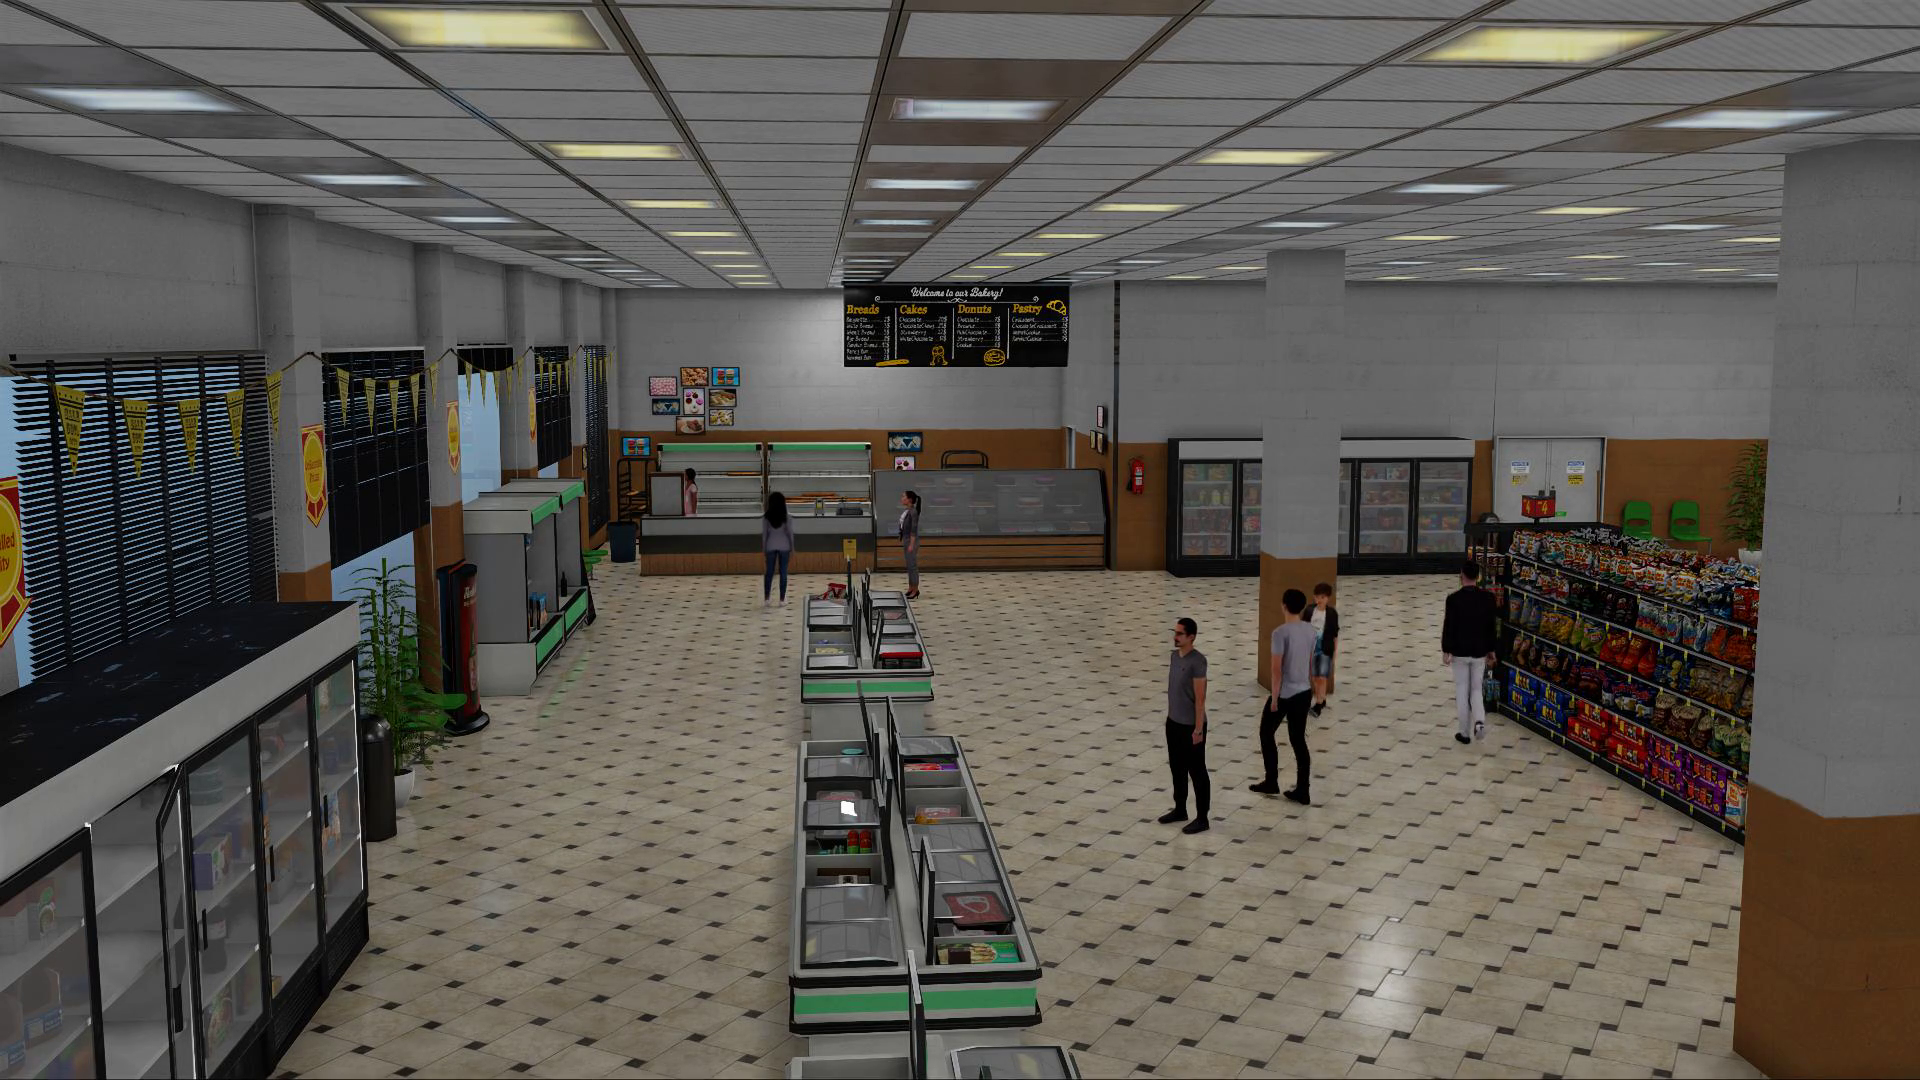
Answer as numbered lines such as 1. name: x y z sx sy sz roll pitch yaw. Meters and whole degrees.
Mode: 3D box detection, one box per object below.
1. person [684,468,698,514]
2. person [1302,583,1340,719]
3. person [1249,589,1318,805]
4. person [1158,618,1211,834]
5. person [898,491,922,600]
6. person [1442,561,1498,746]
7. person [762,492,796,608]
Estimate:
1. person: -4.785 -0.412 29.499 0.711 1.741 0.582 -4 8 -29
2. person: 3.848 1.176 17.742 0.905 1.408 1.029 4 8 33
3. person: 2.907 1.367 14.334 0.873 1.846 0.948 -4 8 -31
4. person: 1.874 1.496 13.668 0.739 1.752 0.599 -4 8 -28
5. person: -0.762 0.069 25.780 0.717 1.677 0.565 -2 7 -14
6. person: 5.029 1.133 16.342 0.710 1.830 0.781 0 7 0
7. person: -2.727 0.146 24.911 0.669 1.732 0.663 1 7 5
